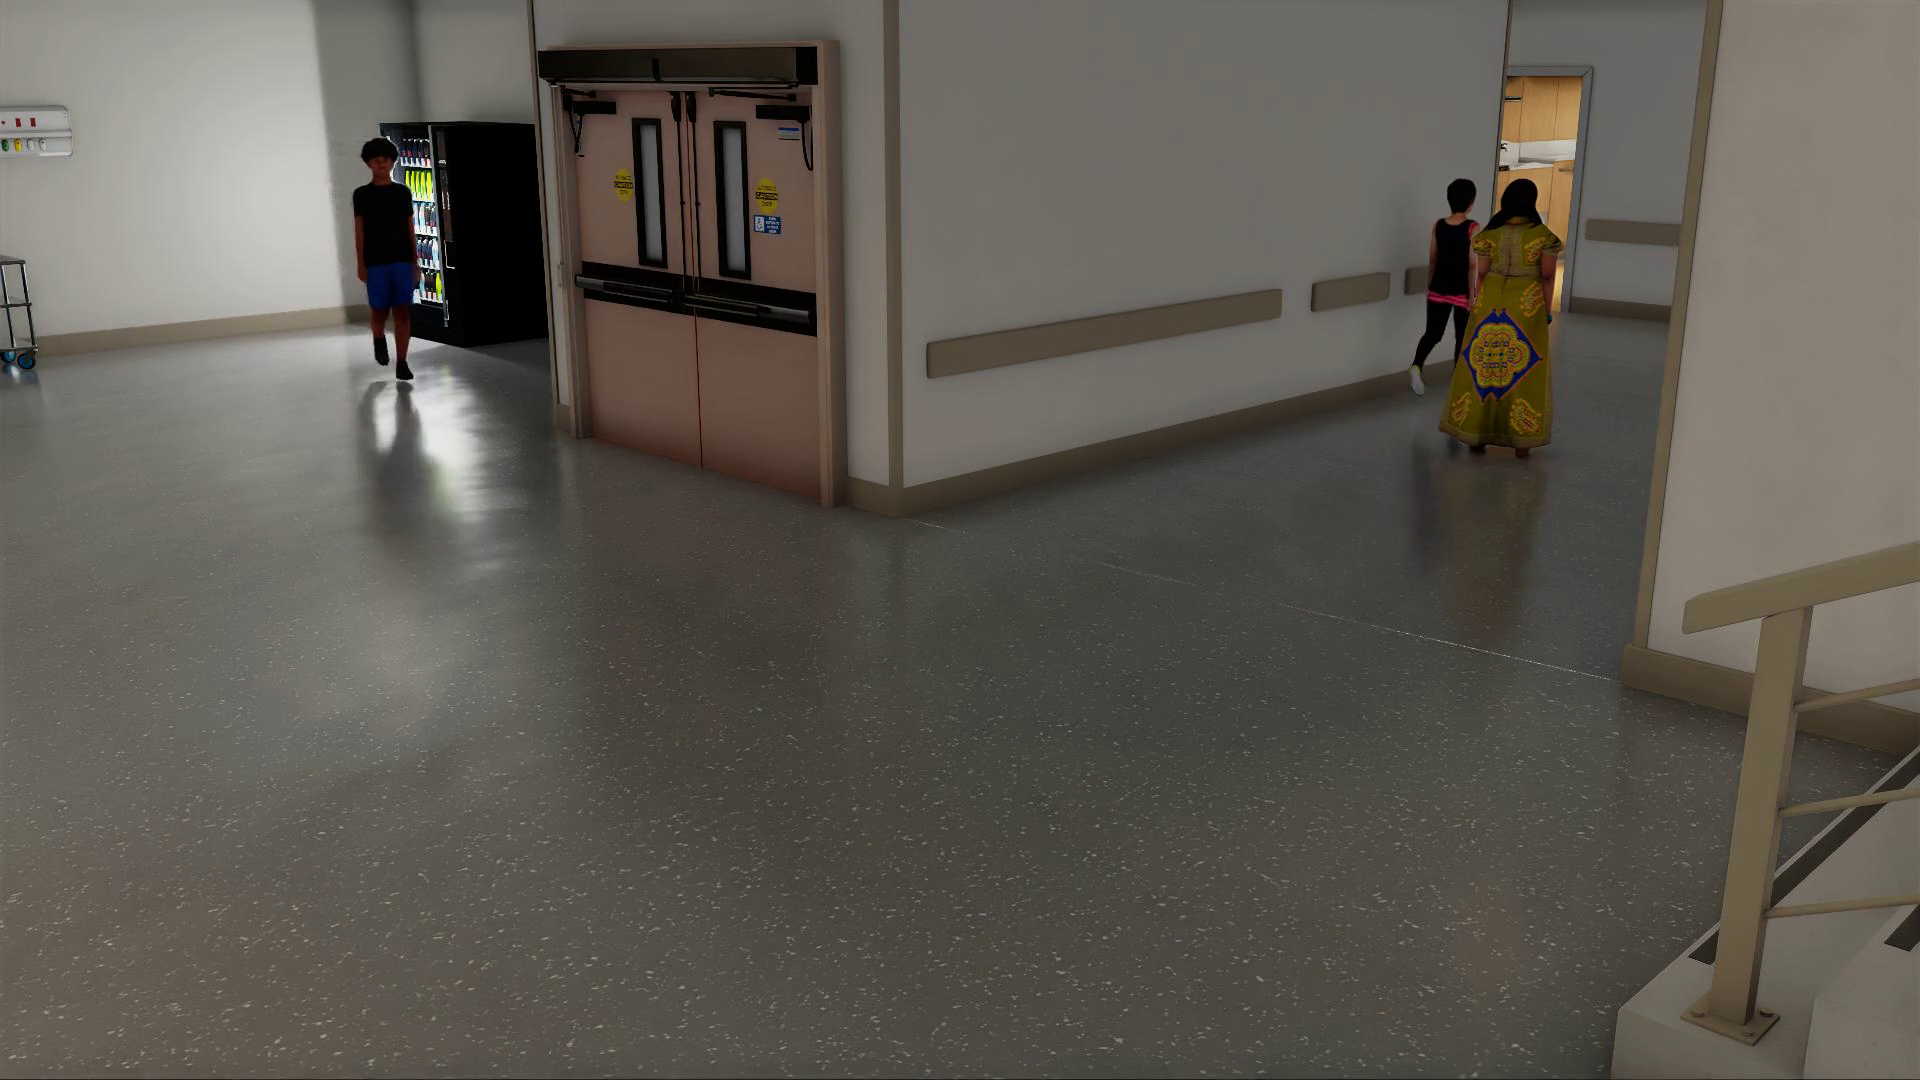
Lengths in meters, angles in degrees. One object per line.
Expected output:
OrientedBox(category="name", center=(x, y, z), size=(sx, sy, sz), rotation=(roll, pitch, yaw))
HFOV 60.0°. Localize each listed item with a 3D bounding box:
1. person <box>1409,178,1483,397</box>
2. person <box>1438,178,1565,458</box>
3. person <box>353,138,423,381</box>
OrientedBox(category="person", center=(3.418, -1.736, 11.670), size=(0.887, 1.530, 0.635), rotation=(14, 21, 40))
OrientedBox(category="person", center=(3.321, -1.345, 10.052), size=(0.845, 1.655, 1.010), rotation=(7, 17, 22))
OrientedBox(category="person", center=(-4.306, -2.102, 12.500), size=(0.774, 1.784, 0.989), rotation=(-8, 18, -27))
